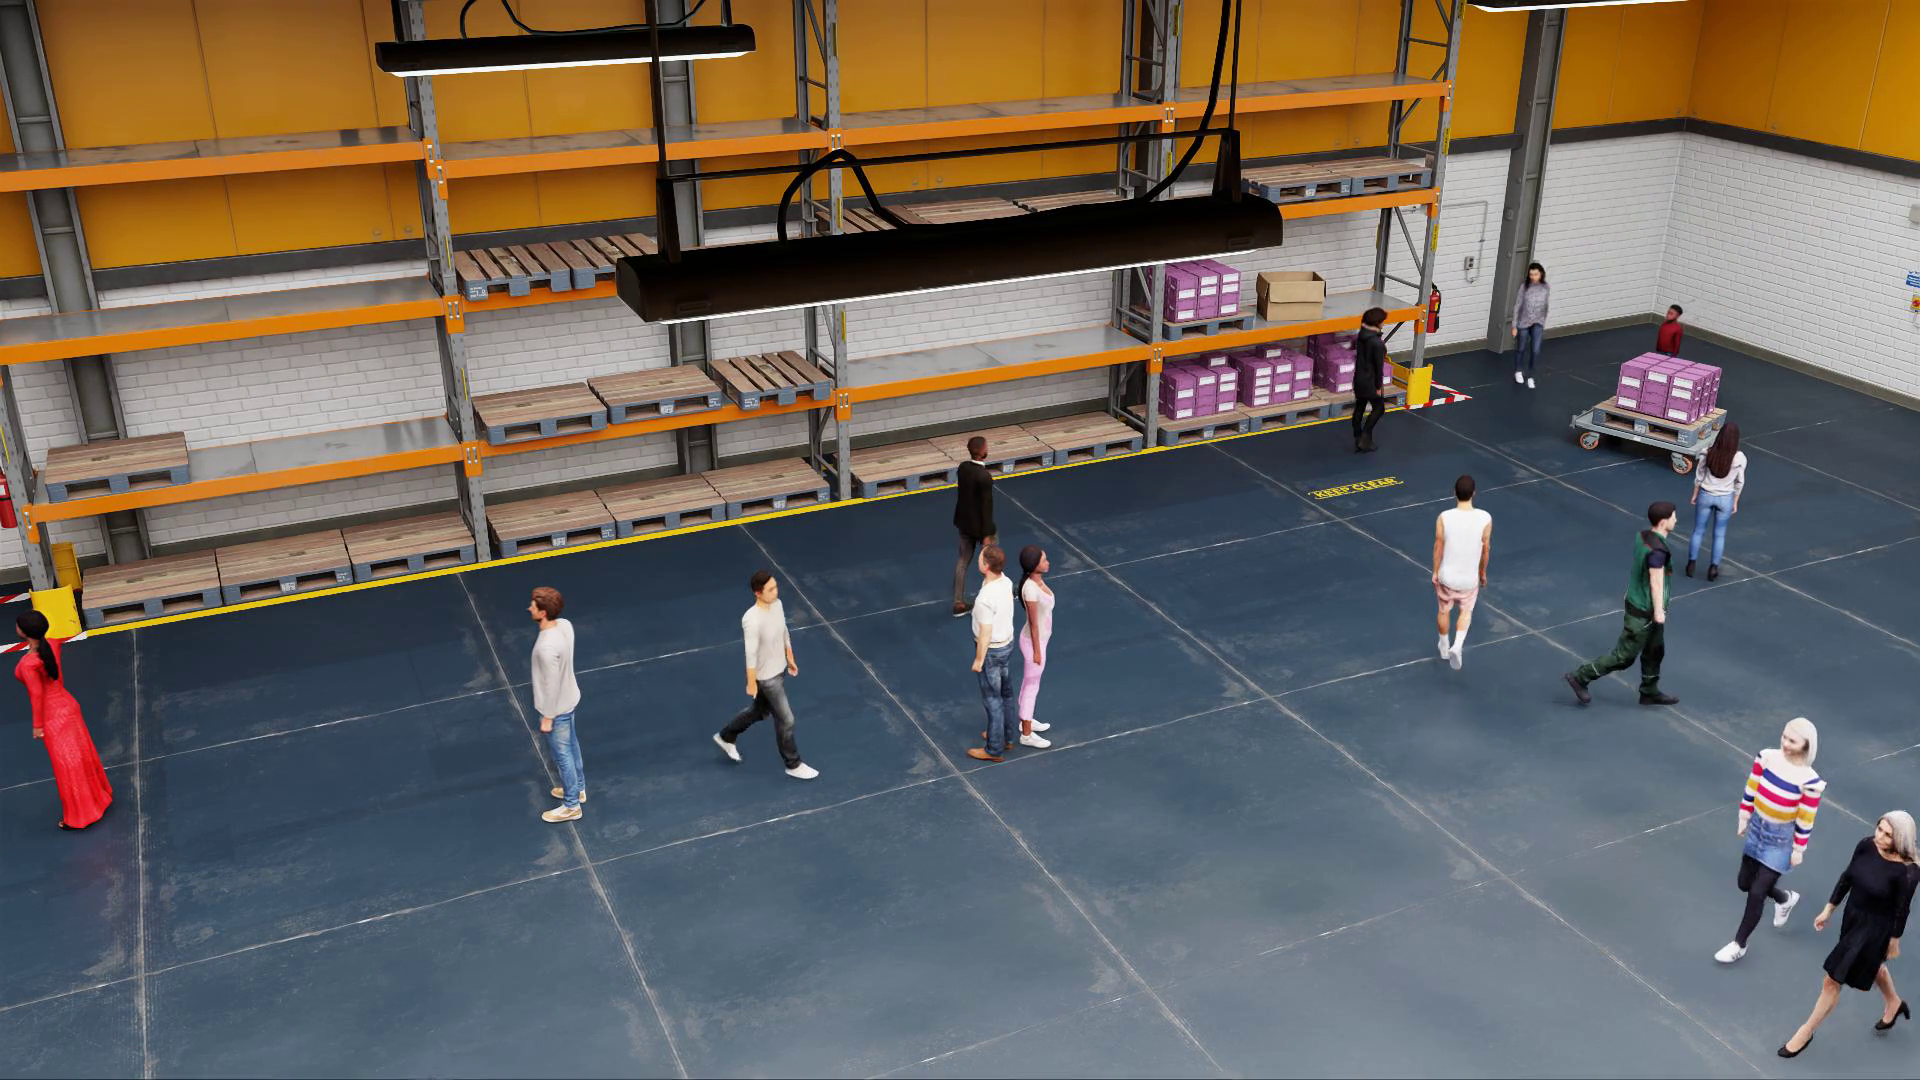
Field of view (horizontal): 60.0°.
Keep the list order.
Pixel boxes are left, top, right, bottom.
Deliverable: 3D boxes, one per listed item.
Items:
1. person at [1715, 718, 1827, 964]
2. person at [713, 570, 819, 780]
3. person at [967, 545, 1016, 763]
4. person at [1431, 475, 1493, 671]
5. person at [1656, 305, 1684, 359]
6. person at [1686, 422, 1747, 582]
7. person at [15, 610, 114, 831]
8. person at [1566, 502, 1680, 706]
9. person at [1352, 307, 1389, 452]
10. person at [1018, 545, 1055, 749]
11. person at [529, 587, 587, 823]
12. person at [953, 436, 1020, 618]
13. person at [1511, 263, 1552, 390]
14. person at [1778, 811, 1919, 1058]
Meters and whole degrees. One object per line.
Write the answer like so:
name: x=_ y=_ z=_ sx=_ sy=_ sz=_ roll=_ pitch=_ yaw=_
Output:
person: x=5.410 y=1.961 z=10.967 sx=0.973 sy=1.790 sz=0.652 roll=-11 pitch=26 yaw=-24
person: x=-1.608 y=1.040 z=13.091 sx=1.216 sy=1.777 sz=1.104 roll=6 pitch=24 yaw=13
person: x=0.288 y=0.894 z=13.324 sx=0.811 sy=1.856 sz=0.726 roll=11 pitch=26 yaw=24
person: x=4.422 y=0.319 z=14.740 sx=0.978 sy=1.776 sz=1.020 roll=6 pitch=24 yaw=14
person: x=9.319 y=-2.461 z=21.792 sx=0.843 sy=1.221 sz=0.529 roll=-12 pitch=26 yaw=-26
person: x=7.517 y=-0.394 z=16.555 sx=0.673 sy=1.630 sz=0.714 roll=11 pitch=26 yaw=23
person: x=-6.734 y=1.335 z=12.406 sx=0.737 sy=1.783 sz=0.720 roll=-1 pitch=24 yaw=-2
person: x=5.688 y=0.572 z=14.040 sx=1.262 sy=1.874 sz=1.137 roll=6 pitch=24 yaw=13
person: x=4.802 y=-1.881 z=19.781 sx=0.570 sy=1.769 sz=0.641 roll=-11 pitch=26 yaw=-24
person: x=0.600 y=0.846 z=13.580 sx=0.658 sy=1.740 sz=0.655 roll=1 pitch=24 yaw=3
person: x=-3.021 y=1.219 z=12.520 sx=0.742 sy=1.905 sz=0.752 roll=1 pitch=24 yaw=1
person: x=0.078 y=-0.093 z=15.685 sx=1.074 sy=1.775 sz=0.839 roll=-17 pitch=29 yaw=-34
person: x=7.608 y=-2.887 z=22.177 sx=0.912 sy=1.694 sz=0.939 roll=1 pitch=24 yaw=2
person: x=5.566 y=2.383 z=10.117 sx=1.226 sy=1.698 sz=0.777 roll=-5 pitch=24 yaw=-11
